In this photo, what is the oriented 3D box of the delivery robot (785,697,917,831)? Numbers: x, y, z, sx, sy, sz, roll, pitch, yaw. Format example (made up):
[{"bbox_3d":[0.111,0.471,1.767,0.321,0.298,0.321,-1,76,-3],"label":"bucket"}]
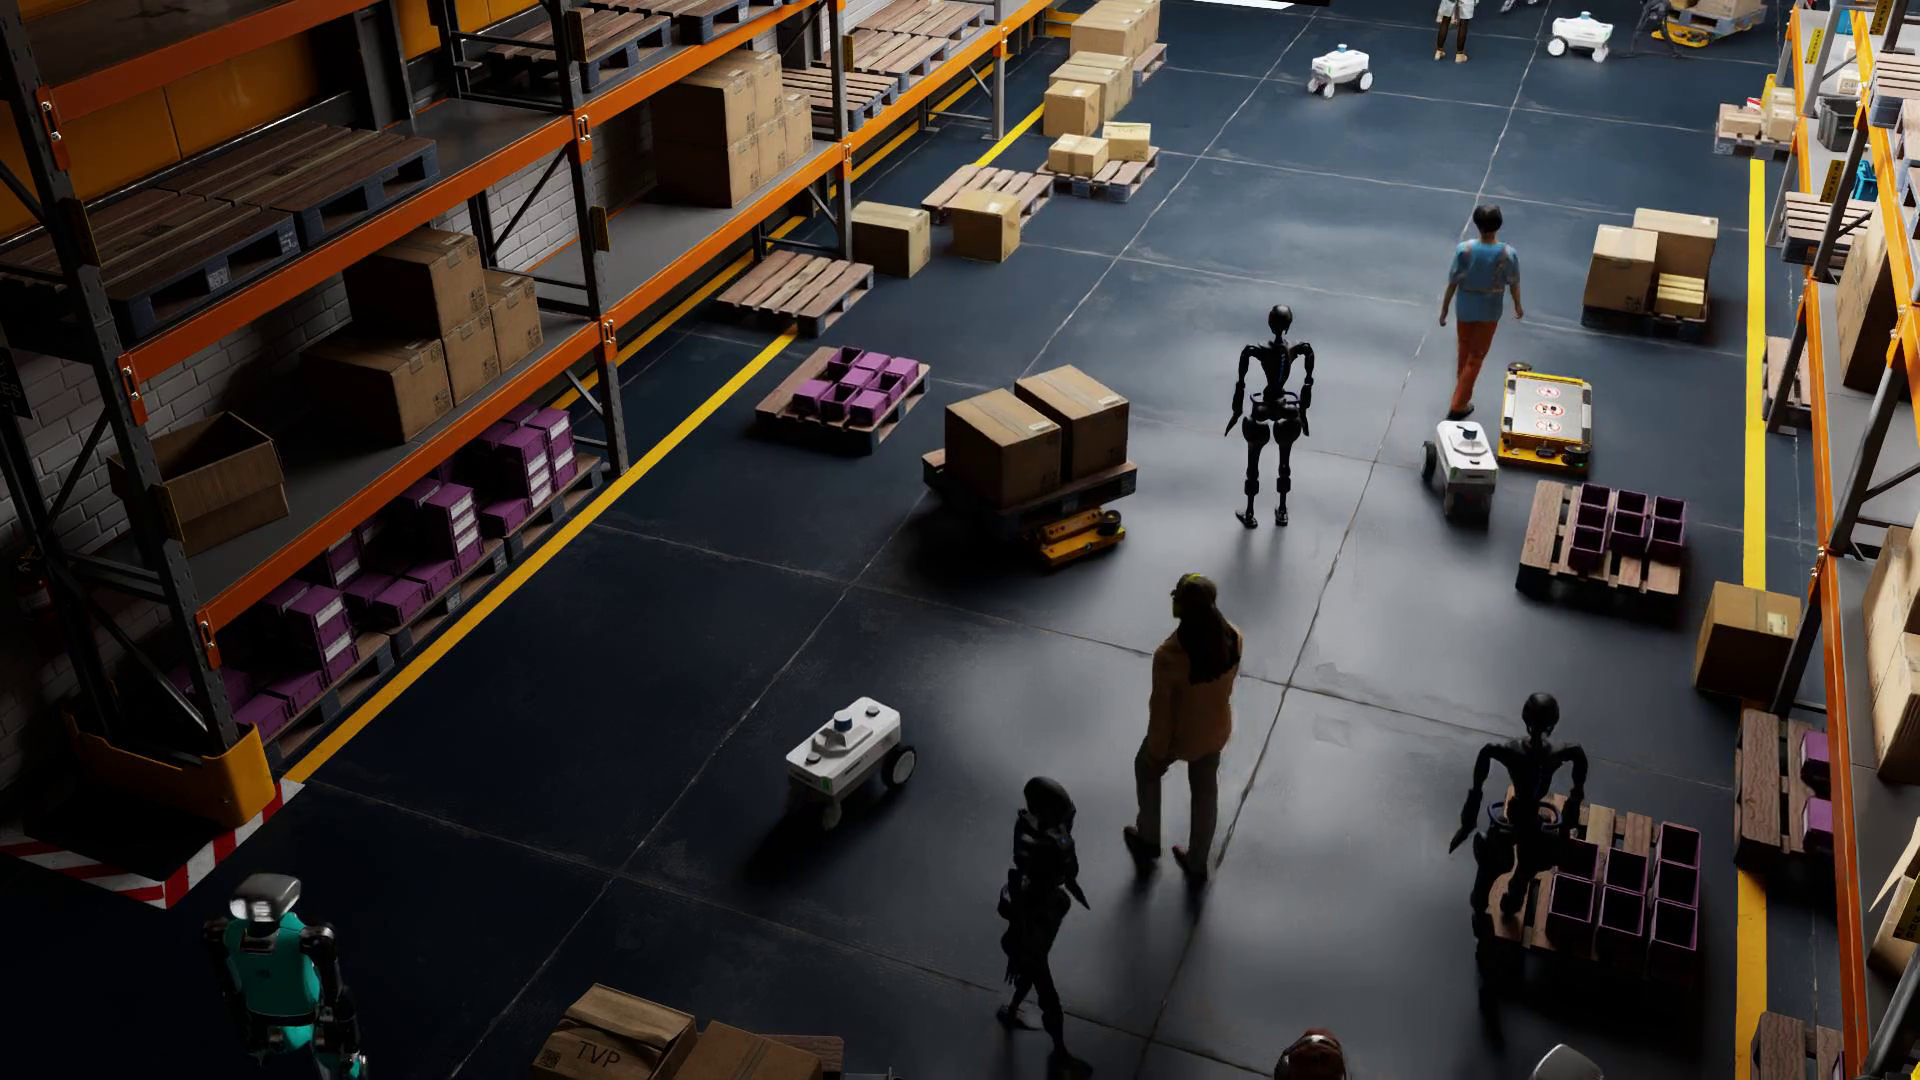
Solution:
[{"bbox_3d":[-0.638,1.225,9.451,0.499,0.614,0.808,22,39,30],"label":"delivery robot"}]

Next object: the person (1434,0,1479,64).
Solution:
[{"bbox_3d":[6.290,-6.860,20.900,0.535,1.691,0.319,20,38,28],"label":"person"}]

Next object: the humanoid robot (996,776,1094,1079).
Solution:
[{"bbox_3d":[0.437,1.731,7.636,0.570,1.644,0.612,19,37,26],"label":"humanoid robot"}]

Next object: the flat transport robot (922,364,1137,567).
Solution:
[{"bbox_3d":[0.498,-0.293,12.045,0.659,0.231,1.431,-20,38,-28],"label":"flat transport robot"}]

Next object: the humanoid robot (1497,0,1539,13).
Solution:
[{"bbox_3d":[7.868,-8.120,22.865,1.057,1.745,0.544,-22,39,-30],"label":"humanoid robot"}]

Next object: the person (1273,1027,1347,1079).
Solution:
[{"bbox_3d":[1.201,2.584,6.125,0.706,1.868,0.707,-14,35,-20],"label":"person"}]

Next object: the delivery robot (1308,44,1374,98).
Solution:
[{"bbox_3d":[4.614,-5.691,20.150,0.805,0.609,0.499,-20,38,-28],"label":"delivery robot"}]

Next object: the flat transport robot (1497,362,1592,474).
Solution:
[{"bbox_3d":[4.610,-0.971,13.095,0.659,0.231,1.431,10,34,15],"label":"flat transport robot"}]

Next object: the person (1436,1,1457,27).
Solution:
[{"bbox_3d":[6.619,-7.757,22.240,0.535,1.737,0.626,-1,33,-1],"label":"person"}]

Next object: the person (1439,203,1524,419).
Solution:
[{"bbox_3d":[4.118,-1.828,13.065,0.586,1.739,0.638,17,37,24],"label":"person"}]

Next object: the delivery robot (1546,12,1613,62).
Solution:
[{"bbox_3d":[7.945,-6.463,21.347,0.811,0.613,0.499,16,36,23],"label":"delivery robot"}]

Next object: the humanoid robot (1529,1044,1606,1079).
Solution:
[{"bbox_3d":[1.907,2.495,6.409,0.810,1.793,0.532,22,39,30],"label":"humanoid robot"}]

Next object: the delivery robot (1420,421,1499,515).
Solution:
[{"bbox_3d":[3.704,-0.581,12.215,0.499,0.581,0.768,2,33,3],"label":"delivery robot"}]

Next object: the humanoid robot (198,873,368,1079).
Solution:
[{"bbox_3d":[-2.754,2.052,7.173,0.552,1.912,0.714,1,33,2],"label":"humanoid robot"}]

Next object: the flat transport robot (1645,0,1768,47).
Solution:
[{"bbox_3d":[9.914,-6.848,22.189,1.431,0.231,0.659,-25,40,-33],"label":"flat transport robot"}]

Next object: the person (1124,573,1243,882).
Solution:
[{"bbox_3d":[1.161,0.939,8.683,0.562,1.852,0.678,-13,35,-20],"label":"person"}]

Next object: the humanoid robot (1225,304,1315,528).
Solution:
[{"bbox_3d":[2.168,-0.869,11.626,0.599,1.657,0.315,-2,33,-4],"label":"humanoid robot"}]

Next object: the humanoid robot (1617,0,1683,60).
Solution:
[{"bbox_3d":[8.863,-6.857,20.975,0.800,1.636,0.609,-2,33,-4],"label":"humanoid robot"}]

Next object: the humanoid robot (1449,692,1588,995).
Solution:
[{"bbox_3d":[2.718,1.471,8.027,0.591,1.636,0.634,1,33,1],"label":"humanoid robot"}]
